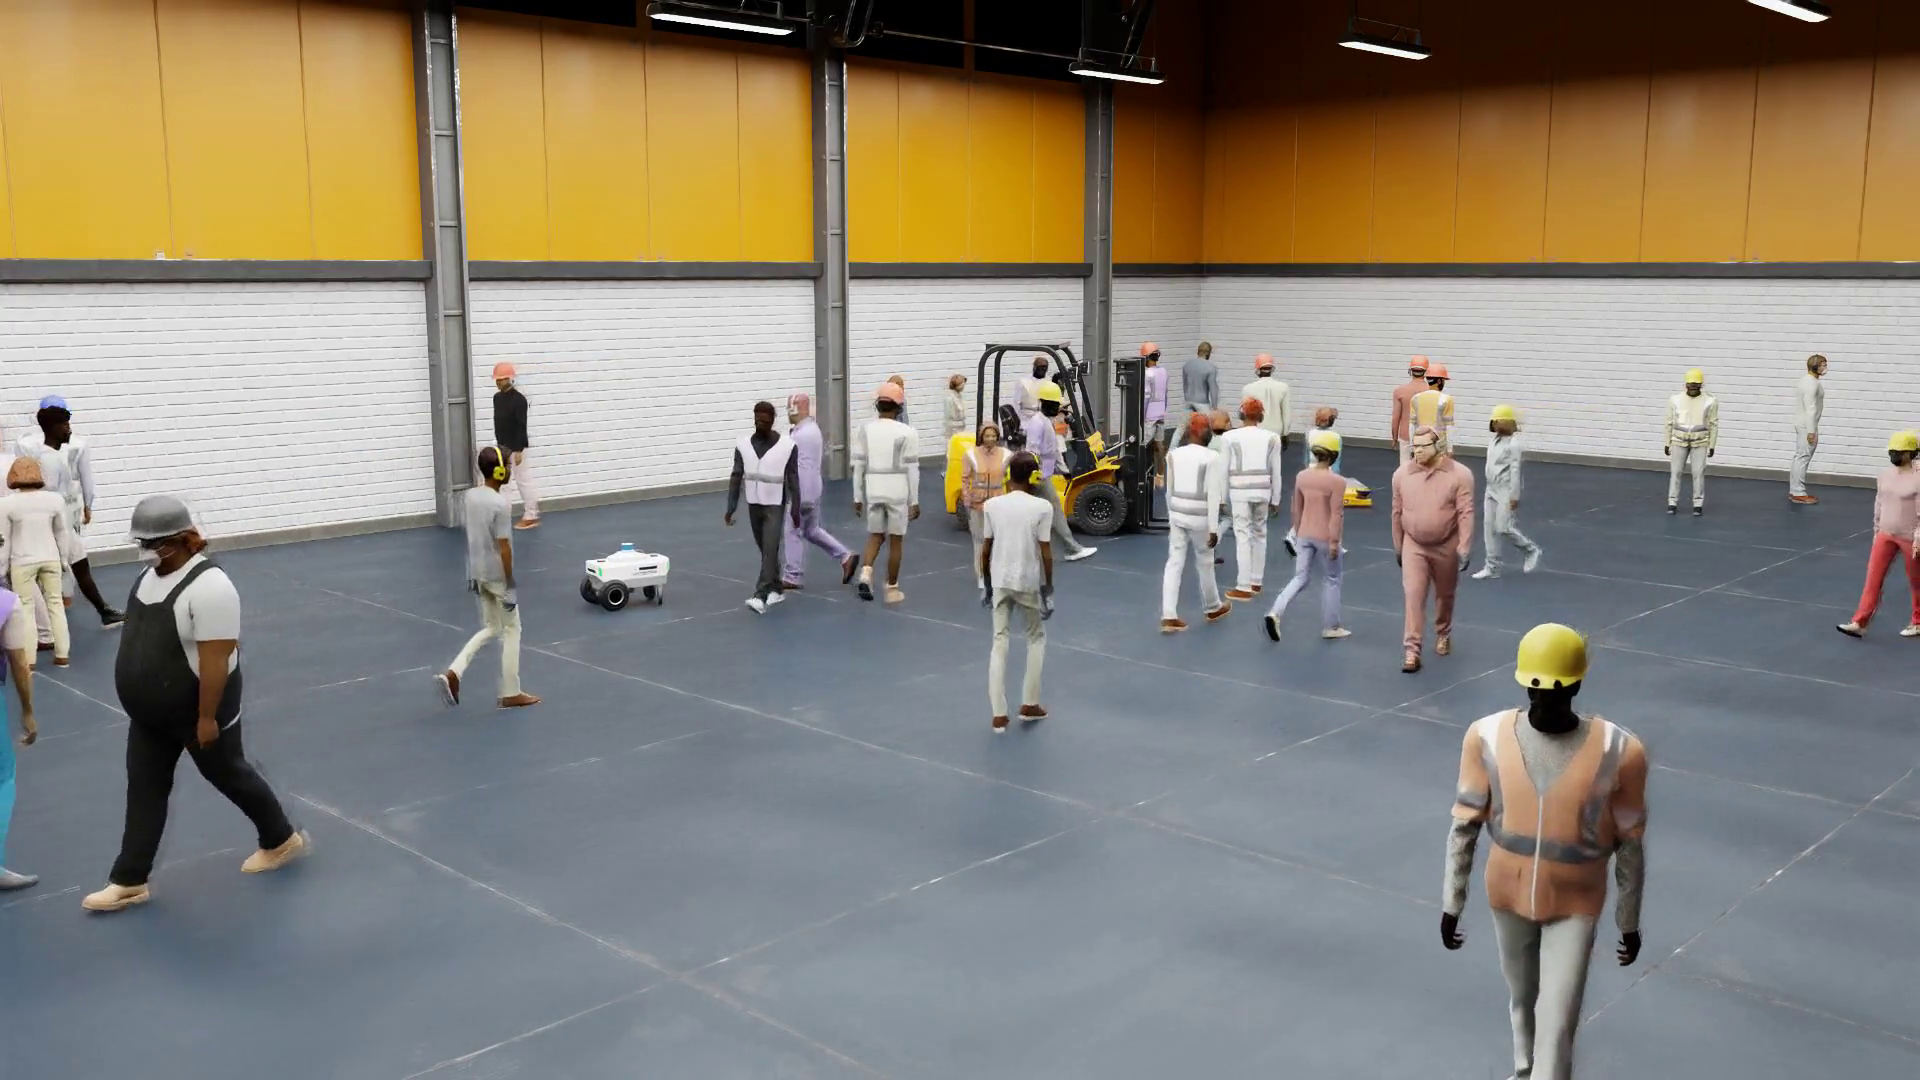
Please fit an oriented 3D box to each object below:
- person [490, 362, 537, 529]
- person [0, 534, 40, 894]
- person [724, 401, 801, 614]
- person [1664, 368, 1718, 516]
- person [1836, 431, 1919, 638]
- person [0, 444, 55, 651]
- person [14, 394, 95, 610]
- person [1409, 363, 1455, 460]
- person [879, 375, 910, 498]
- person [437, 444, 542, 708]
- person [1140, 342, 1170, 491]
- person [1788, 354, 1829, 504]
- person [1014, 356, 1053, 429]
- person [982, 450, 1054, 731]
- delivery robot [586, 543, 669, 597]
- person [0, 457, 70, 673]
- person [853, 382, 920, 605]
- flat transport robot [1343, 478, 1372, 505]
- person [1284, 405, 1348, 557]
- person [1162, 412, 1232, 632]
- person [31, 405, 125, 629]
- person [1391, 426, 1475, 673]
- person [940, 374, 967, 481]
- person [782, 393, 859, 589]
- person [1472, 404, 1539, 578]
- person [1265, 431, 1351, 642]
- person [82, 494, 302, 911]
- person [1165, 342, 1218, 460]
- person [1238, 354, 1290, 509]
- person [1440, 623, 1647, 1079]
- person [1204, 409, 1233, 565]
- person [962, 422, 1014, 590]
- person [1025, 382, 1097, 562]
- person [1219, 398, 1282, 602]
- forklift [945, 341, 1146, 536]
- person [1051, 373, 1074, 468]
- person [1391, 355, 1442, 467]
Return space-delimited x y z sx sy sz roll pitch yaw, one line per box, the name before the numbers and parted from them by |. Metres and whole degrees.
person | -5.260 -1.066 19.200 0.646 1.955 0.841 7 12 38
person | -4.787 0.849 7.957 0.619 1.805 0.468 -3 10 -20
person | -1.761 -0.283 14.676 0.609 1.864 1.008 4 10 21
person | 9.007 -1.208 20.511 0.605 1.824 0.404 5 10 28
person | 7.639 -0.033 13.591 0.895 1.711 0.543 -4 10 -23
person | -7.600 0.004 12.935 0.934 1.864 0.662 -3 10 -19
person | -8.037 -0.329 14.785 0.624 1.925 0.433 -5 10 -27
person | 5.540 -1.101 19.509 0.543 1.932 0.376 8 12 41
person | -0.861 -1.367 22.053 0.499 1.633 0.279 8 12 41
person | -3.238 0.271 11.358 0.530 1.850 0.633 8 12 40
person | 2.607 -1.689 22.806 0.392 2.033 0.605 8 12 40
person | 11.012 -1.444 21.592 0.355 1.938 0.634 4 10 21
person | 1.082 -1.697 23.534 0.652 1.819 0.600 0 9 -2
person | 0.377 0.325 11.038 0.556 1.836 0.661 3 10 18
delivery robot | -3.000 0.270 15.027 0.707 0.478 0.477 -7 11 -35
person | -6.972 0.187 12.526 0.275 1.633 0.503 8 12 41
person | -0.665 -0.398 14.924 0.601 2.018 0.572 4 10 23
flat transport robot | 4.939 -0.649 21.815 0.652 0.197 1.431 1 9 3
person | 3.767 -0.617 17.526 0.763 1.610 0.522 -6 11 -34
person | 1.980 -0.148 14.022 0.597 1.820 0.977 8 12 41
person | -7.494 -0.163 13.835 1.026 1.915 0.620 -7 11 -35
person | 3.626 0.041 12.790 0.644 1.853 1.045 4 10 22
person | -0.071 -1.454 22.608 0.399 1.621 0.536 5 11 30
person | -1.399 -0.461 15.782 0.799 1.873 0.649 0 9 0
person | 5.354 -0.469 16.248 0.564 1.731 0.484 -2 10 -15
person | 2.855 -0.019 13.502 0.798 1.736 0.526 -7 12 -38
person | -3.722 0.713 8.054 0.685 2.000 1.030 6 11 32
person | 3.615 -2.097 25.715 0.843 1.908 0.564 9 13 43
person | 3.794 -1.339 20.840 0.625 1.994 0.501 -1 9 -7
person | 1.910 1.207 5.526 0.612 1.874 0.983 6 11 34
person | 2.606 -0.516 16.875 0.514 1.617 0.528 6 11 34
person | 0.272 -0.289 15.519 0.509 1.604 0.765 -1 9 -3
person | 0.937 -0.688 17.167 0.992 1.870 0.608 1 9 5
person | 2.670 -0.377 15.355 0.586 1.858 0.655 -1 9 -8
forklift | 0.977 -1.223 19.452 2.313 2.155 1.214 2 9 11
person | 1.382 -1.408 22.237 0.858 1.652 0.537 6 11 34
person | 5.551 -1.248 20.211 0.611 1.996 0.378 3 10 16
